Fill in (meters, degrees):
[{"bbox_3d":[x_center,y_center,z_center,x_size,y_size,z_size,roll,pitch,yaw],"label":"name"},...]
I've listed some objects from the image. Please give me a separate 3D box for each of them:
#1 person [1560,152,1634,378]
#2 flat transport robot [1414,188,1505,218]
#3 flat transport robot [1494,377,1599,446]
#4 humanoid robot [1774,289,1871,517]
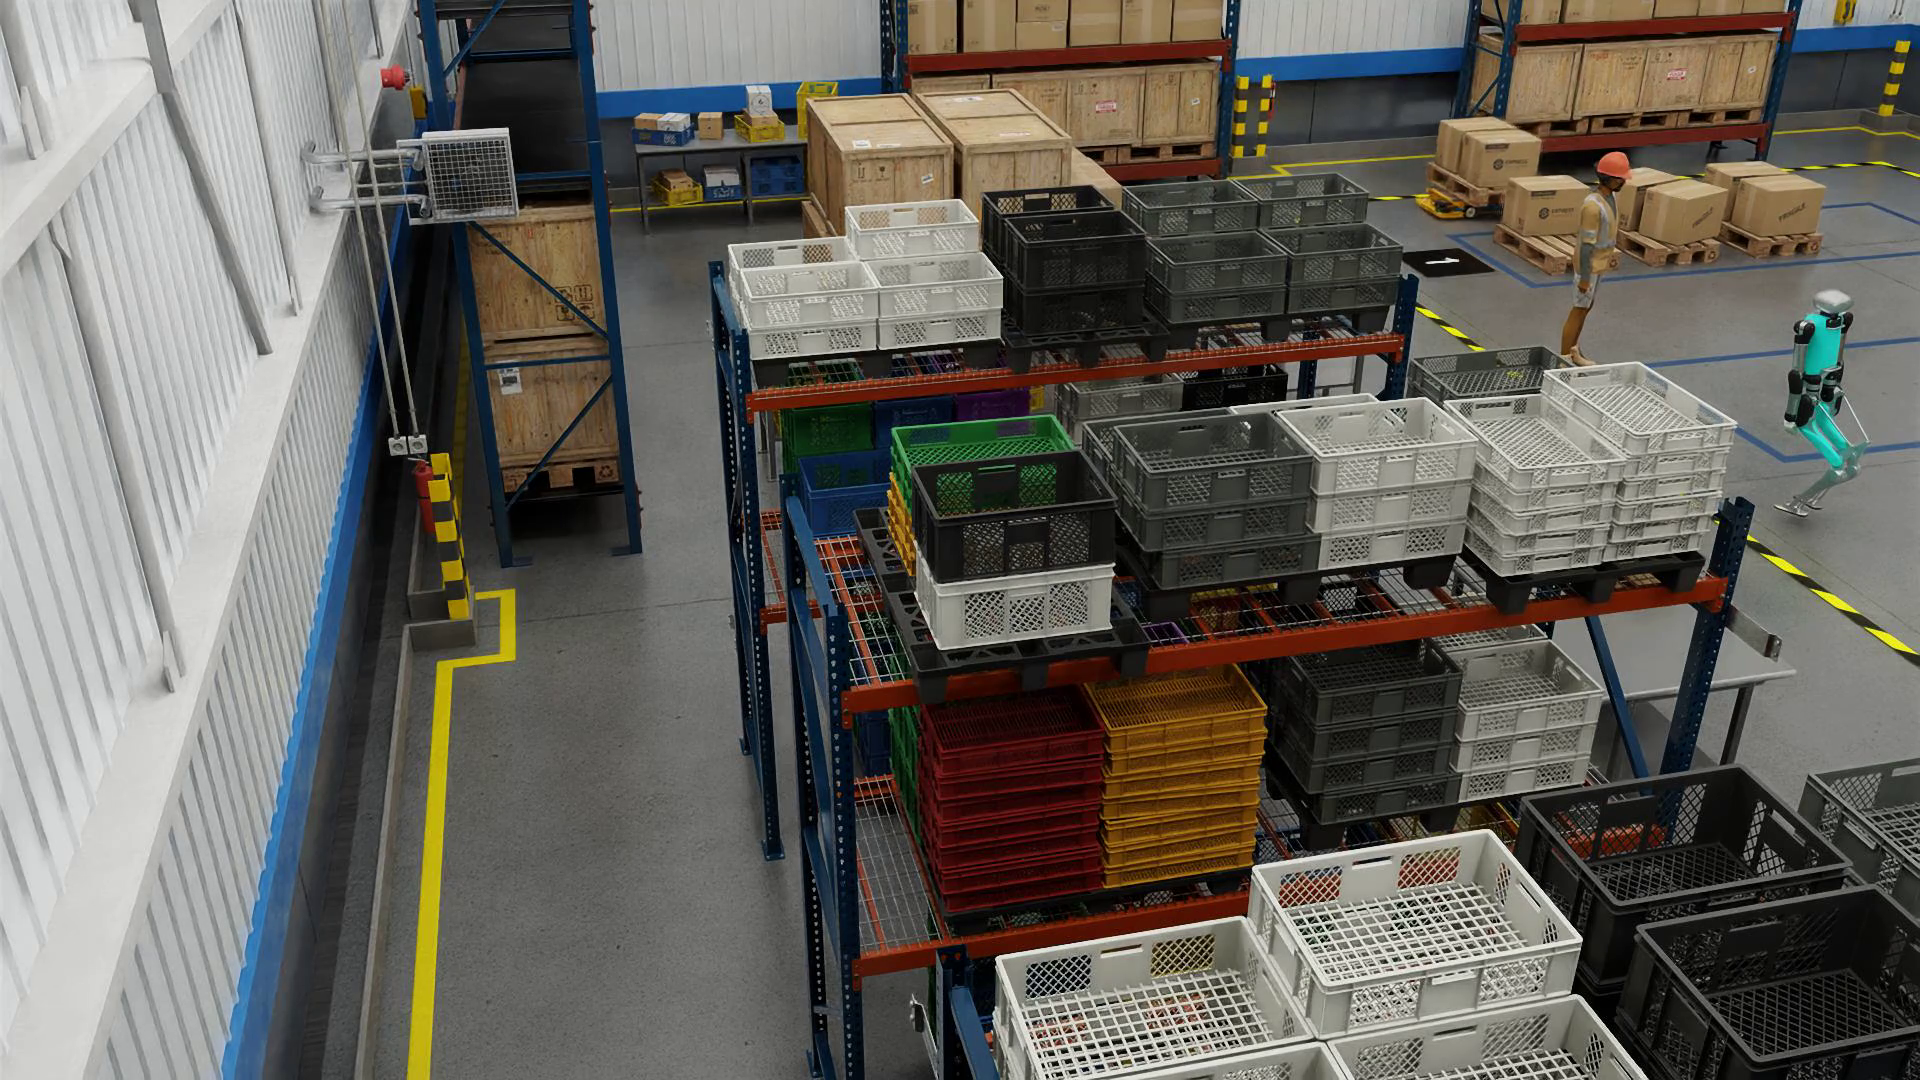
[{"bbox_3d":[5.634,-2.433,14.763,0.373,2.040,0.613,16,32,28],"label":"person"},{"bbox_3d":[6.177,-4.031,19.664,1.431,0.197,0.652,-6,28,-12],"label":"flat transport robot"},{"bbox_3d":[4.780,-1.036,14.013,0.659,0.231,1.431,-6,28,-12],"label":"flat transport robot"},{"bbox_3d":[6.365,-0.939,12.106,0.533,1.681,0.735,-14,31,-25],"label":"humanoid robot"}]
